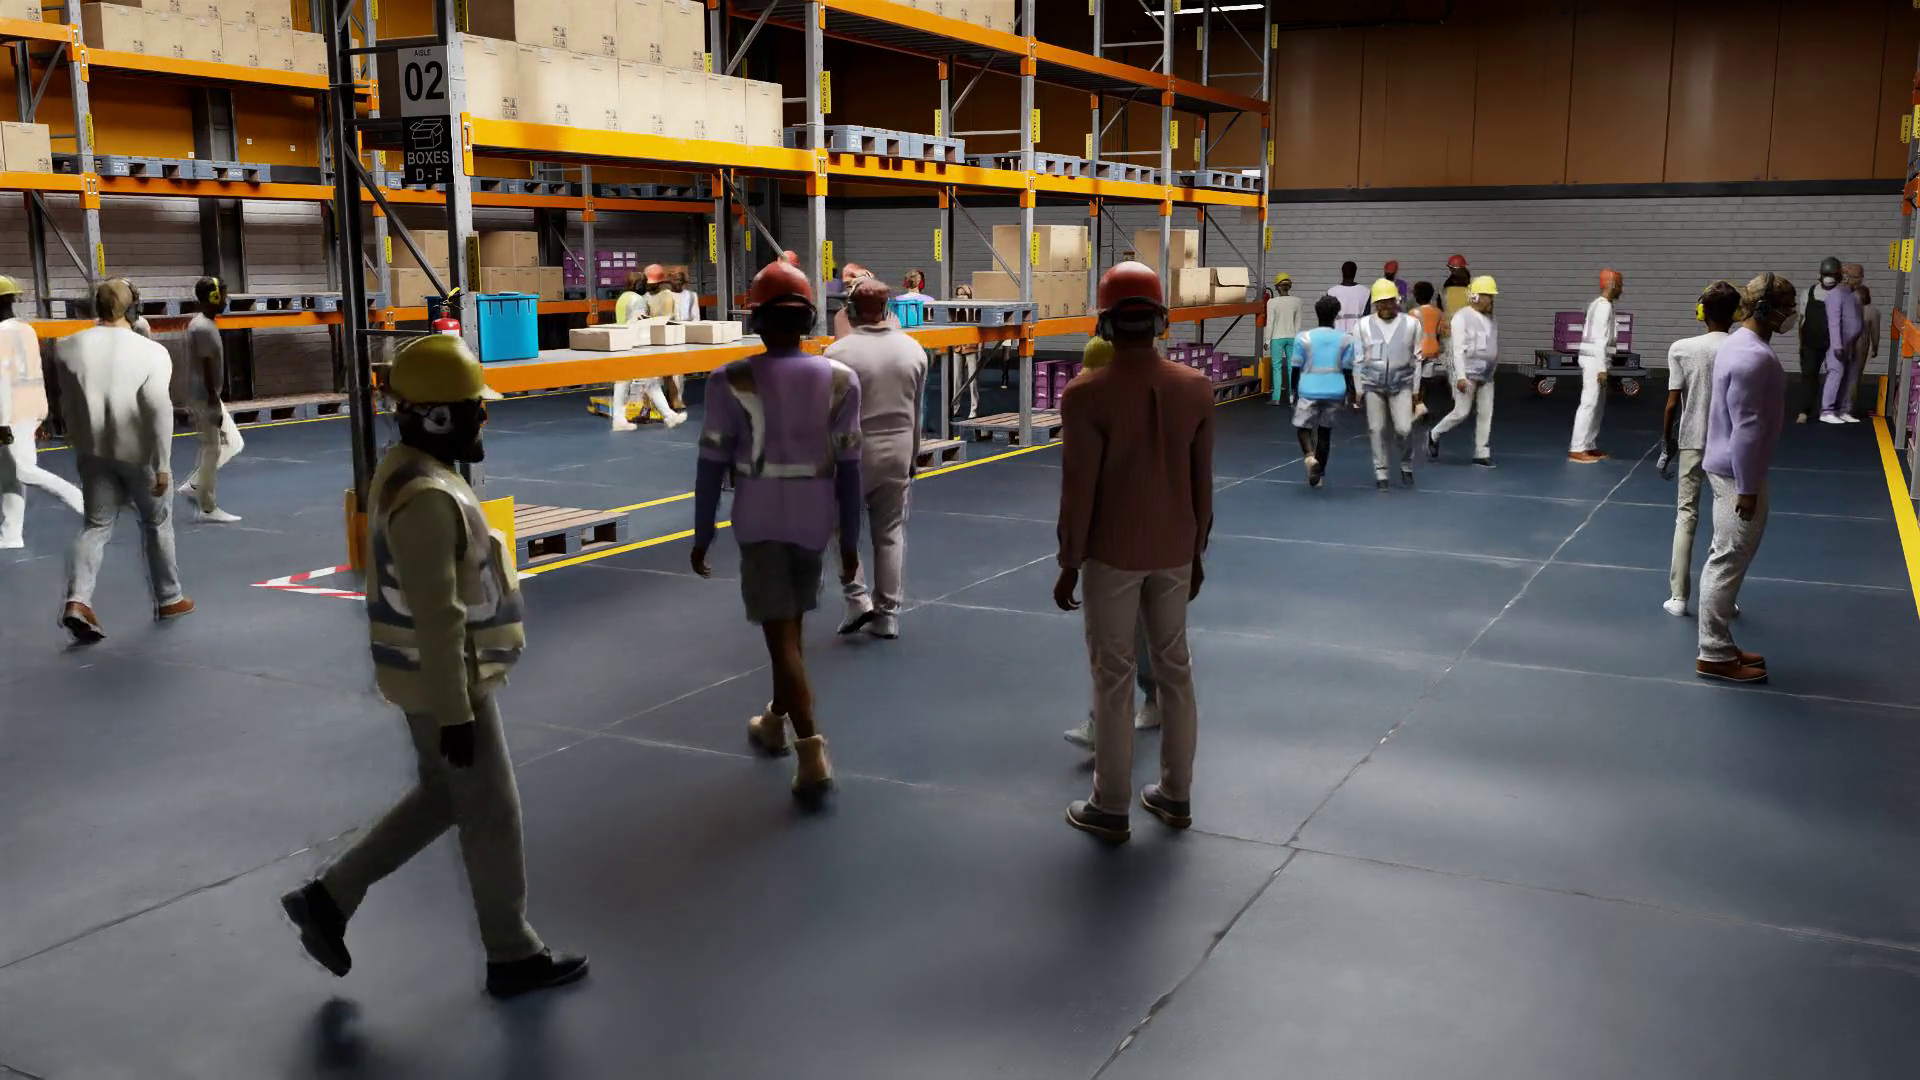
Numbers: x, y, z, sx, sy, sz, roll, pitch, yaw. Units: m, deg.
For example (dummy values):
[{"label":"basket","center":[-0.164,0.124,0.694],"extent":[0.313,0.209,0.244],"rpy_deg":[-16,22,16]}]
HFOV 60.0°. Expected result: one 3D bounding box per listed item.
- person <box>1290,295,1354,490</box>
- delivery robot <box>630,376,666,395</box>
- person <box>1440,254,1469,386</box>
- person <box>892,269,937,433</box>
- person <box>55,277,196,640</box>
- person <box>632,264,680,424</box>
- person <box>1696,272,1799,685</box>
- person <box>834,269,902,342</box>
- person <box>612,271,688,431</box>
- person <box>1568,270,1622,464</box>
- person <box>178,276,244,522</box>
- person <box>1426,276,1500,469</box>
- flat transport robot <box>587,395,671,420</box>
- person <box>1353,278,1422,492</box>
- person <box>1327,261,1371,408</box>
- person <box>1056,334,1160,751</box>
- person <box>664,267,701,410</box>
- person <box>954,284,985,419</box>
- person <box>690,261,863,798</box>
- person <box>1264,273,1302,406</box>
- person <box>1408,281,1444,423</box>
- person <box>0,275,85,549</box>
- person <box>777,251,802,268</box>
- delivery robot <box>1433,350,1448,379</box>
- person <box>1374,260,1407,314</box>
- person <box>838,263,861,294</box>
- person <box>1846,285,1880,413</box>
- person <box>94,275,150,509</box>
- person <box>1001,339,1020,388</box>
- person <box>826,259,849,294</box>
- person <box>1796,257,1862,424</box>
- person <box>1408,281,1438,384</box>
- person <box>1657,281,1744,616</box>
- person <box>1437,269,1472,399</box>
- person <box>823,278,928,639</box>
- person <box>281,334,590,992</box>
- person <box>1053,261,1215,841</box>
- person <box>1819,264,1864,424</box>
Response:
[{"label":"person","center":[3.064,-1.226,14.050],"extent":[0.541,1.679,0.559],"rpy_deg":[0,10,-1]},{"label":"delivery robot","center":[-4.127,-2.090,21.985],"extent":[0.477,0.478,0.707],"rpy_deg":[0,10,3]},{"label":"person","center":[7.508,-3.331,25.284],"extent":[0.373,1.997,0.615],"rpy_deg":[1,10,5]},{"label":"person","center":[-0.526,-2.112,18.700],"extent":[0.565,1.835,0.387],"rpy_deg":[5,11,25]},{"label":"person","center":[-4.469,-0.441,8.833],"extent":[0.638,1.906,0.951],"rpy_deg":[0,10,2]},{"label":"person","center":[-3.592,-2.290,19.587],"extent":[0.580,1.882,0.808],"rpy_deg":[7,12,35]},{"label":"person","center":[3.715,-0.292,7.889],"extent":[0.361,1.932,0.630],"rpy_deg":[4,11,21]},{"label":"person","center":[-0.764,-1.171,13.086],"extent":[0.636,1.899,0.401],"rpy_deg":[8,12,37]},{"label":"person","center":[-3.591,-2.157,19.031],"extent":[0.915,1.801,0.646],"rpy_deg":[-7,12,-36]},{"label":"person","center":[6.150,-1.676,16.133],"extent":[0.421,1.850,0.645],"rpy_deg":[3,10,17]},{"label":"person","center":[-5.634,-1.049,12.498],"extent":[0.428,1.851,0.572],"rpy_deg":[-3,10,-16]},{"label":"person","center":[4.813,-1.592,15.751],"extent":[0.583,1.813,0.700],"rpy_deg":[-5,11,-29]},{"label":"flat transport robot","center":[-4.081,-1.644,20.513],"extent":[0.652,0.197,1.431],"rpy_deg":[-5,11,-28]},{"label":"person","center":[3.609,-1.301,14.095],"extent":[0.586,1.809,0.407],"rpy_deg":[3,10,14]},{"label":"person","center":[5.063,-2.669,21.693],"extent":[0.596,1.915,0.373],"rpy_deg":[0,10,-2]},{"label":"person","center":[0.620,0.012,6.798],"extent":[0.495,1.693,0.928],"rpy_deg":[9,13,41]},{"label":"person","center":[-3.708,-2.648,21.800],"extent":[0.575,1.851,0.935],"rpy_deg":[-5,11,-25]},{"label":"person","center":[0.070,-2.304,20.367],"extent":[0.515,1.641,0.315],"rpy_deg":[6,11,29]},{"label":"person","center":[-0.674,-0.053,6.338],"extent":[0.631,1.997,1.043],"rpy_deg":[-5,11,-26]},{"label":"person","center":[4.264,-2.645,22.009],"extent":[0.523,1.760,0.325],"rpy_deg":[-3,10,-19]},{"label":"person","center":[5.446,-2.204,19.641],"extent":[0.556,1.694,0.444],"rpy_deg":[-5,11,-25]},{"label":"person","center":[-6.330,-0.870,11.377],"extent":[0.780,1.886,0.623],"rpy_deg":[-2,10,-11]},{"label":"person","center":[-2.046,-2.423,19.889],"extent":[0.605,2.045,0.378],"rpy_deg":[7,12,37]},{"label":"delivery robot","center":[7.323,-2.637,25.167],"extent":[0.707,0.478,0.477],"rpy_deg":[3,10,14]},{"label":"person","center":[7.113,-3.664,27.512],"extent":[0.659,1.889,0.756],"rpy_deg":[9,14,43]},{"label":"person","center":[-1.218,-2.295,19.558],"extent":[0.546,1.908,0.472],"rpy_deg":[2,10,14]},{"label":"person","center":[11.462,-2.440,21.259],"extent":[0.503,1.601,0.797],"rpy_deg":[8,13,40]},{"label":"person","center":[-6.628,-1.162,13.170],"extent":[0.508,1.847,0.345],"rpy_deg":[2,10,13]},{"label":"person","center":[0.807,-3.247,24.890],"extent":[0.613,1.962,0.362],"rpy_deg":[1,10,6]},{"label":"person","center":[-2.218,-3.913,28.905],"extent":[0.592,1.911,0.545],"rpy_deg":[-1,10,-7]},{"label":"person","center":[10.404,-2.427,19.927],"extent":[0.685,2.000,1.025],"rpy_deg":[7,12,36]},{"label":"person","center":[7.007,-3.184,25.577],"extent":[0.704,1.601,0.515],"rpy_deg":[-3,10,-16]},{"label":"person","center":[4.167,-0.494,9.244],"extent":[0.532,1.865,0.311],"rpy_deg":[4,10,20]},{"label":"person","center":[7.021,-2.886,23.297],"extent":[0.664,1.793,0.958],"rpy_deg":[5,11,29]},{"label":"person","center":[-0.472,-0.416,8.716],"extent":[0.646,1.892,0.442],"rpy_deg":[-6,11,-30]},{"label":"person","center":[-1.430,0.357,4.462],"extent":[0.747,1.811,0.610],"rpy_deg":[-4,11,-21]},{"label":"person","center":[0.594,0.042,5.771],"extent":[0.613,1.991,0.392],"rpy_deg":[-5,11,-26]},{"label":"person","center":[10.508,-2.326,19.772],"extent":[0.663,1.893,0.395],"rpy_deg":[-9,13,-41]}]
